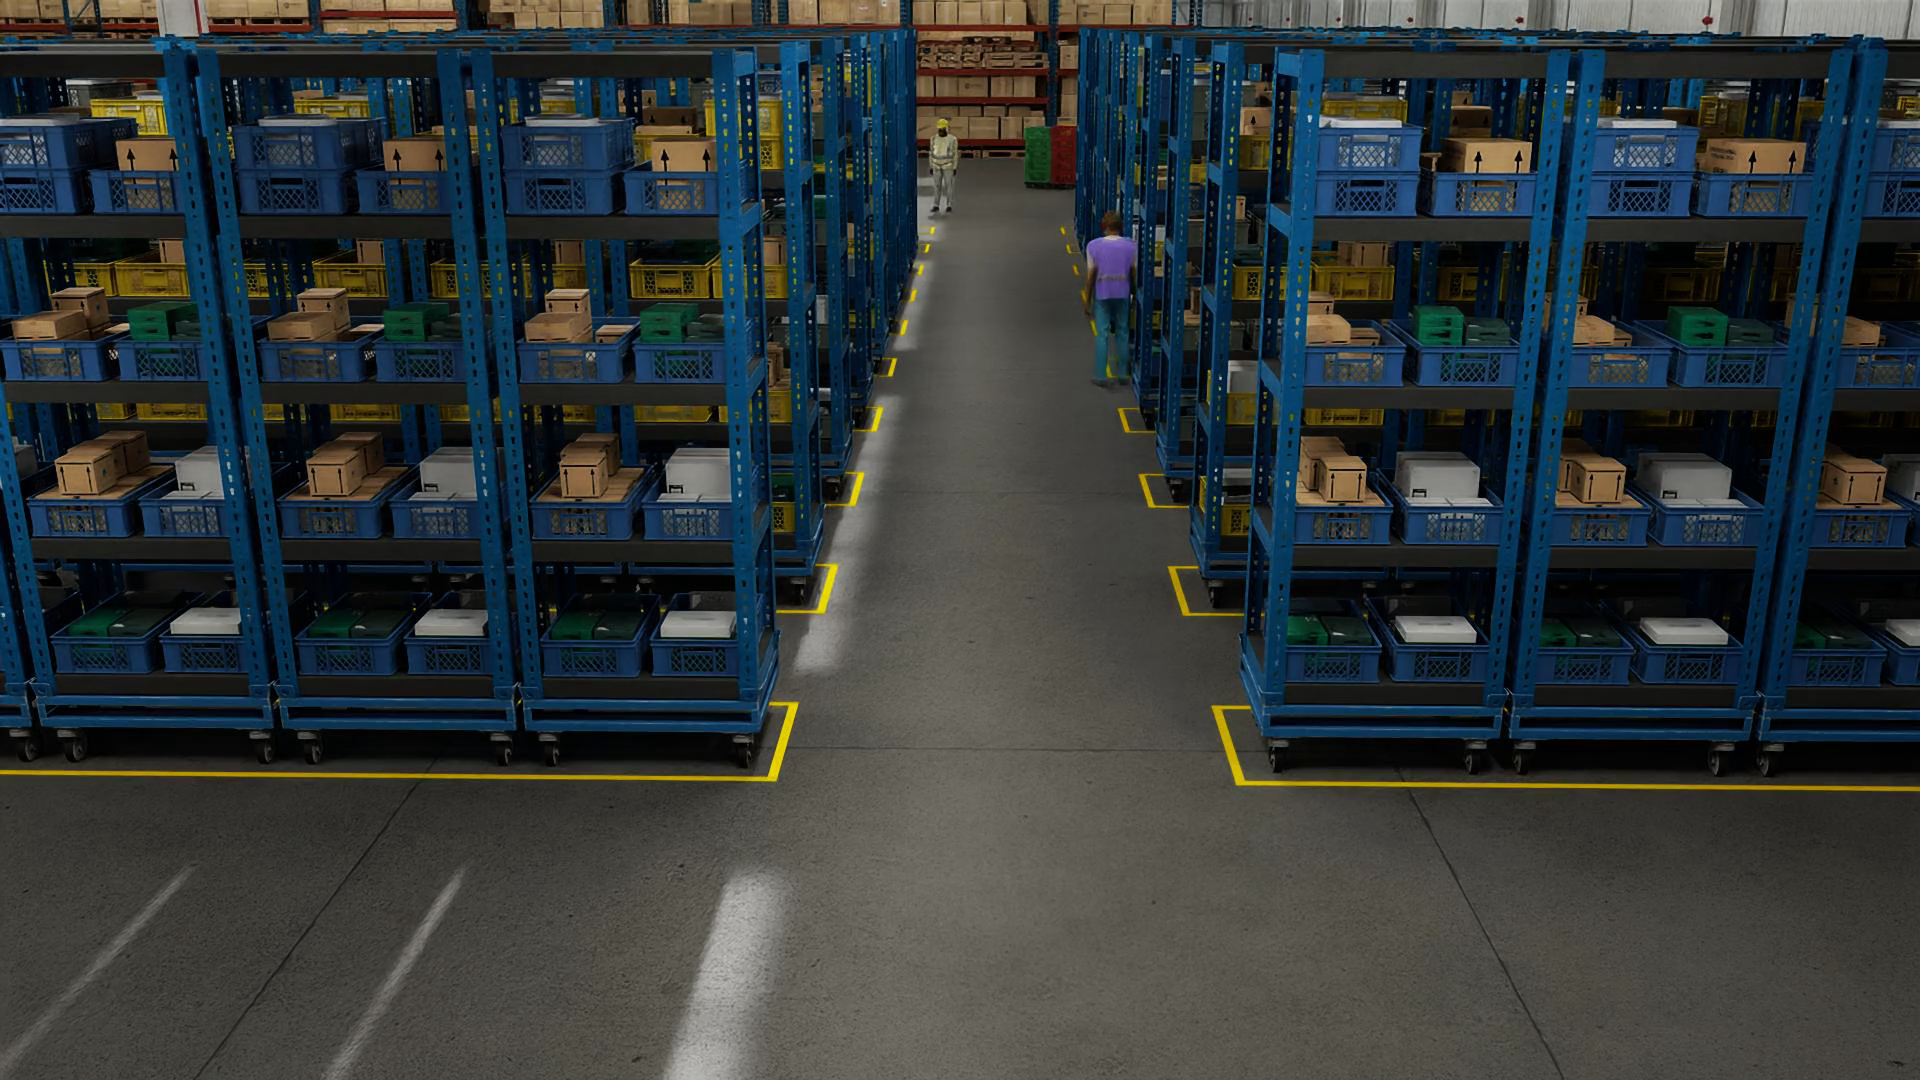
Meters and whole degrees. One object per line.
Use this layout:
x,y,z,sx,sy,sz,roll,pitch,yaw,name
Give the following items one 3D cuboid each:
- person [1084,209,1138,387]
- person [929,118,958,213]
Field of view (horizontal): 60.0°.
1.584,-2.512,17.345,0.572,1.843,0.373,-3,18,-9,person
-0.336,-7.441,33.073,0.592,1.834,0.404,6,18,19,person
